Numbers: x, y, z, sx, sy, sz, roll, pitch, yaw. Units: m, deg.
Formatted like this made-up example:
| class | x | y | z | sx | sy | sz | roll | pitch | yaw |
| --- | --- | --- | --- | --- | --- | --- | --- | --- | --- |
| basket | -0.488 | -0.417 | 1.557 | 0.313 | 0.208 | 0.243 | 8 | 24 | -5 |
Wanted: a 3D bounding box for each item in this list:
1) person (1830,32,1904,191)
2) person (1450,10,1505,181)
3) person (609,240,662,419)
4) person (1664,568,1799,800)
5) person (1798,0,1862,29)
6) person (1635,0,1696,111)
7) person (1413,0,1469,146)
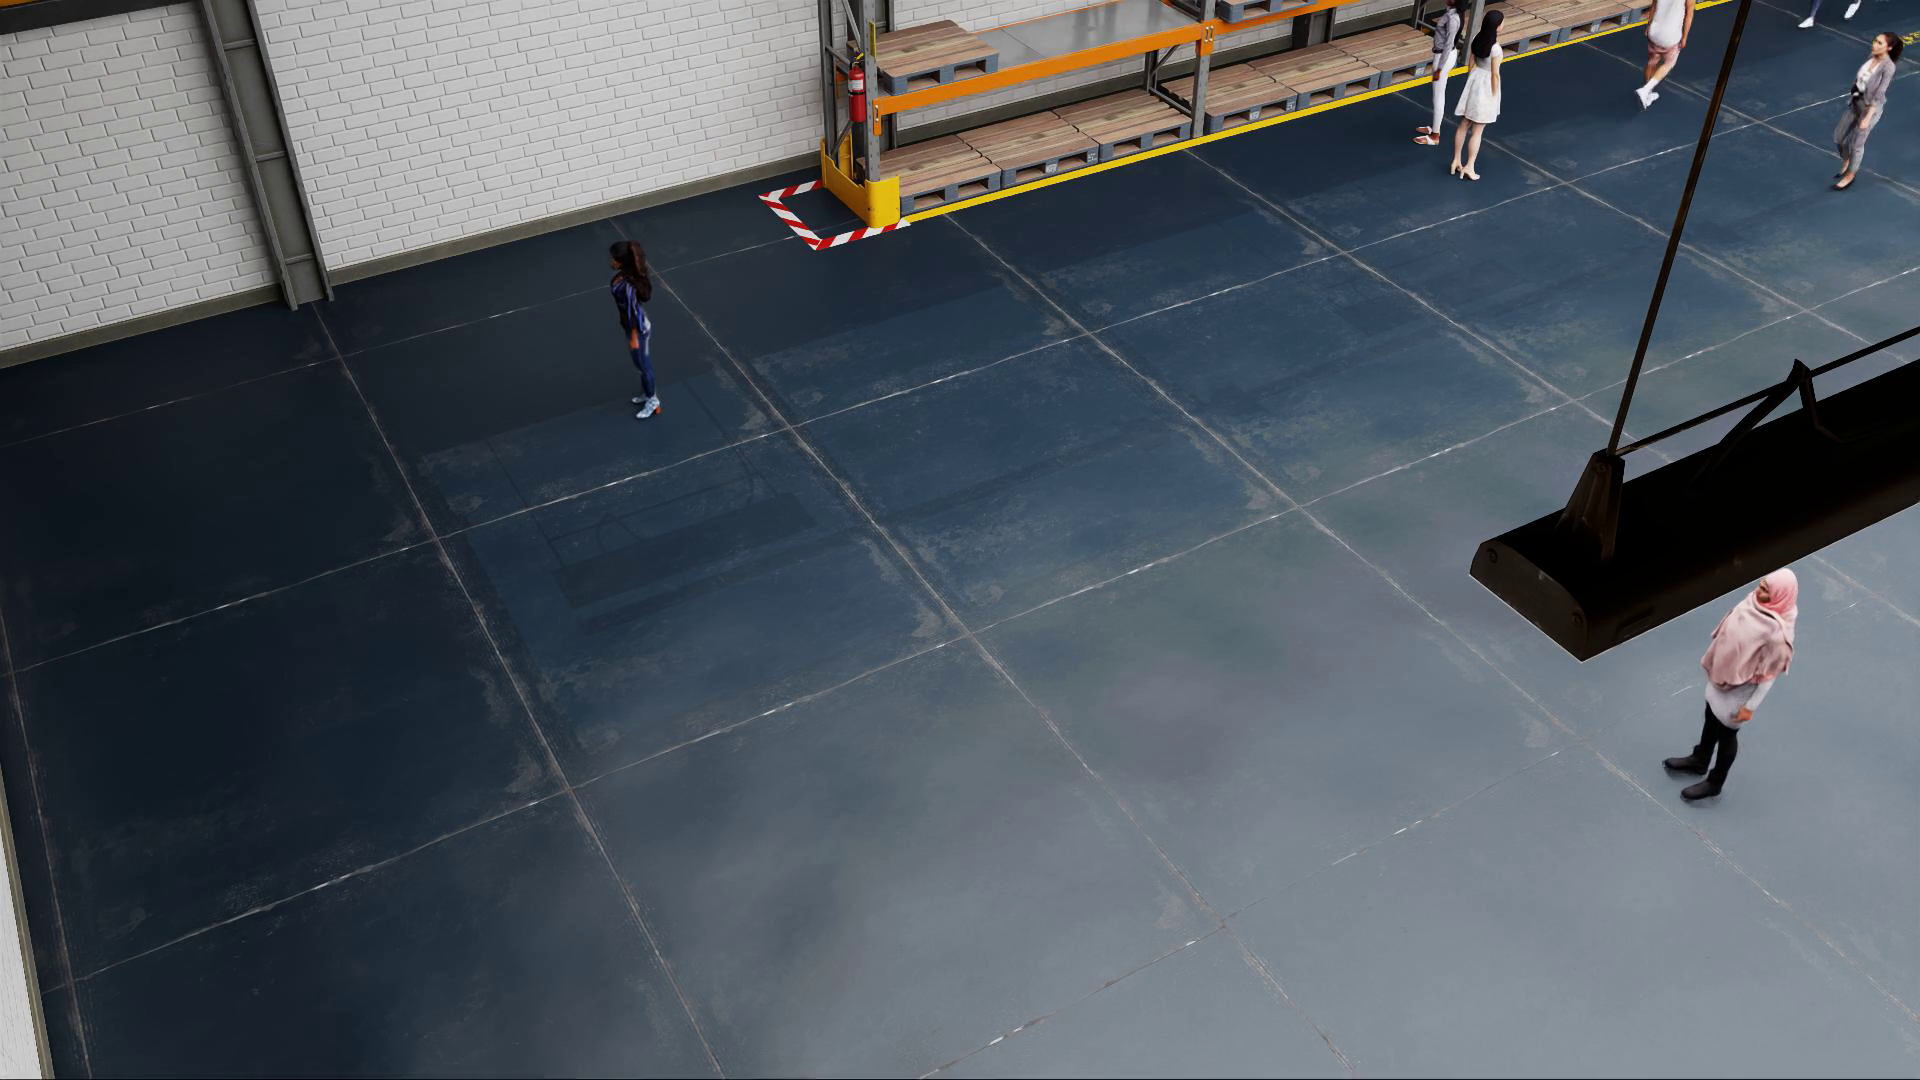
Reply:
| class | x | y | z | sx | sy | sz | roll | pitch | yaw |
| --- | --- | --- | --- | --- | --- | --- | --- | --- | --- |
| person | 9.249 | -4.335 | 16.861 | 0.719 | 1.665 | 0.712 | -5 | 39 | -6 |
| person | 5.326 | -4.562 | 17.058 | 0.639 | 1.775 | 0.653 | -17 | 42 | -20 |
| person | -2.663 | -1.740 | 13.652 | 0.647 | 1.616 | 0.669 | -8 | 39 | -10 |
| person | 4.781 | 0.876 | 10.225 | 0.744 | 1.804 | 0.730 | -1 | 39 | -2 |
| person | 10.864 | -7.117 | 20.312 | 1.100 | 1.705 | 0.601 | -20 | 43 | -23 |
| person | 7.752 | -5.596 | 18.351 | 0.938 | 1.776 | 0.771 | -31 | 48 | -33 |
| person | 5.158 | -5.090 | 17.761 | 0.736 | 1.721 | 0.665 | 11 | 40 | 14 |
